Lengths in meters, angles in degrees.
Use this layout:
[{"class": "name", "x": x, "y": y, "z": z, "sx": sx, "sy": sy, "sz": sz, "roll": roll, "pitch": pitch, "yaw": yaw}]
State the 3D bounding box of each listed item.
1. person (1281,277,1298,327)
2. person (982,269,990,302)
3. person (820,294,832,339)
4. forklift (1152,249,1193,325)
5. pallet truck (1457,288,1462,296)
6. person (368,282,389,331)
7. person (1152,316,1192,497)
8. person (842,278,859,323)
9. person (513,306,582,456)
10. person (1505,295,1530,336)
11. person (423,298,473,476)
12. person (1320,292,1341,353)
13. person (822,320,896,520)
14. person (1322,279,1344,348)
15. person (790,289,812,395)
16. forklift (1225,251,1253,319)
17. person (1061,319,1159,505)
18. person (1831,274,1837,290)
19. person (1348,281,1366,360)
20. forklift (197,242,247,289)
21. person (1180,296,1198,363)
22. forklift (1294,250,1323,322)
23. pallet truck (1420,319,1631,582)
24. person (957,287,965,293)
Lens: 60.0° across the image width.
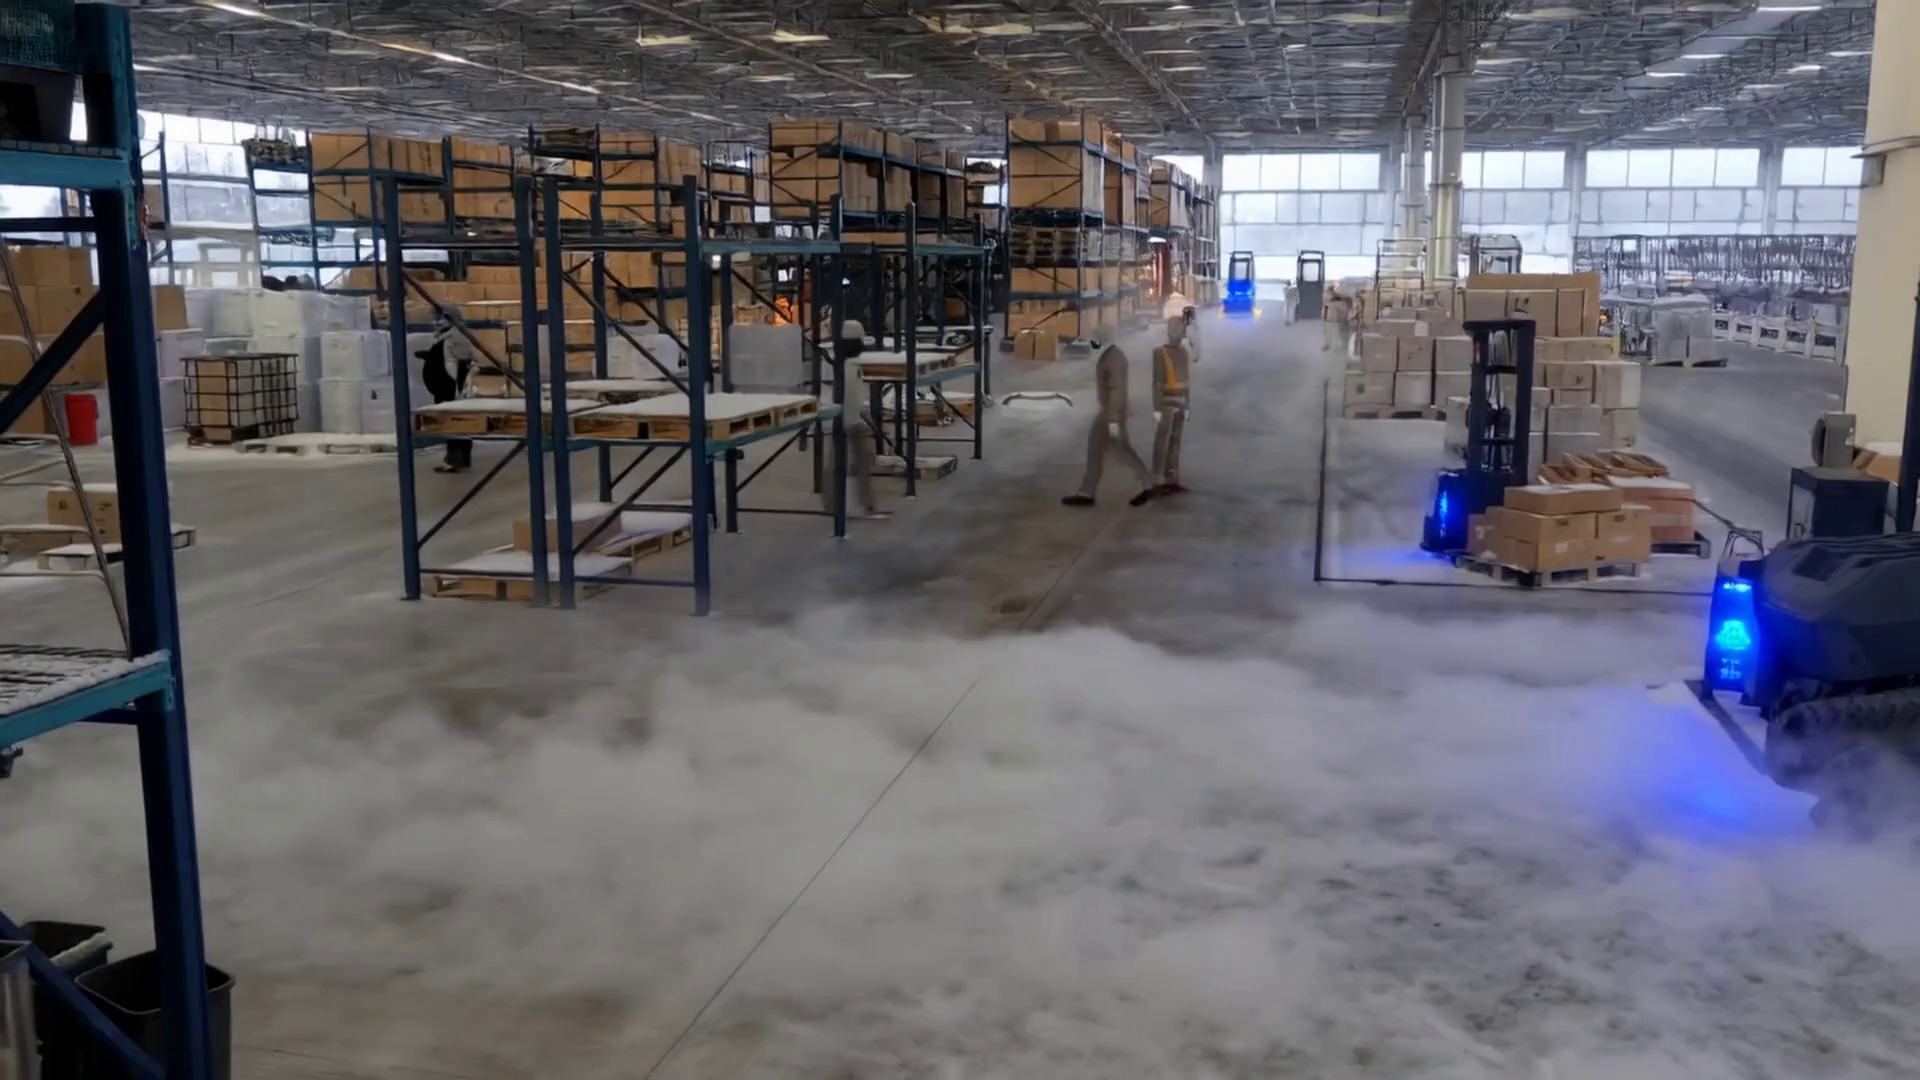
[{"class": "person", "x": 12.032, "y": -8.668, "z": 60.678, "sx": 0.626, "sy": 1.806, "sz": 0.743, "roll": 1, "pitch": 10, "yaw": 7}, {"class": "person", "x": 1.412, "y": -14.494, "z": 94.900, "sx": 0.817, "sy": 1.917, "sz": 0.545, "roll": 2, "pitch": 10, "yaw": 14}, {"class": "person", "x": -3.307, "y": -5.163, "z": 40.372, "sx": 0.480, "sy": 1.655, "sz": 0.561, "roll": -8, "pitch": 12, "yaw": -39}, {"class": "forklift", "x": 7.646, "y": -9.320, "z": 61.395, "sx": 1.873, "sy": 2.768, "sz": 1.129, "roll": 2, "pitch": 10, "yaw": 11}, {"class": "pallet truck", "x": 20.506, "y": -9.785, "z": 68.819, "sx": 0.653, "sy": 1.274, "sz": 1.630, "roll": 2, "pitch": 10, "yaw": 12}, {"class": "person", "x": -14.567, "y": -5.535, "z": 41.860, "sx": 0.588, "sy": 1.911, "sz": 0.399, "roll": -5, "pitch": 11, "yaw": -27}, {"class": "person", "x": 2.230, "y": -1.403, "z": 17.458, "sx": 0.577, "sy": 1.882, "sz": 0.349, "roll": -9, "pitch": 13, "yaw": -44}, {"class": "person", "x": -2.824, "y": -5.531, "z": 41.575, "sx": 0.609, "sy": 1.996, "sz": 0.379, "roll": -3, "pitch": 10, "yaw": -15}, {"class": "person", "x": -5.241, "y": -1.984, "z": 20.894, "sx": 0.653, "sy": 1.903, "sz": 0.876, "roll": 6, "pitch": 11, "yaw": 31}, {"class": "person", "x": 10.296, "y": -3.561, "z": 30.436, "sx": 0.962, "sy": 1.822, "sz": 0.541, "roll": -4, "pitch": 10, "yaw": -20}, {"class": "person", "x": -5.885, "y": -1.761, "z": 19.118, "sx": 0.538, "sy": 2.000, "sz": 0.684, "roll": -7, "pitch": 12, "yaw": -35}, {"class": "person", "x": 9.866, "y": -5.784, "z": 44.245, "sx": 0.520, "sy": 1.605, "sz": 0.764, "roll": -1, "pitch": 10, "yaw": -6}, {"class": "person", "x": -0.966, "y": -1.114, "z": 15.691, "sx": 0.828, "sy": 1.893, "sz": 0.622, "roll": 3, "pitch": 10, "yaw": 19}, {"class": "person", "x": 10.388, "y": -6.286, "z": 46.291, "sx": 0.566, "sy": 1.905, "sz": 0.646, "roll": 0, "pitch": 10, "yaw": -1}, {"class": "person", "x": -2.804, "y": -3.622, "z": 30.437, "sx": 0.632, "sy": 1.940, "sz": 0.372, "roll": 5, "pitch": 11, "yaw": 29}, {"class": "forklift", "x": 11.603, "y": -10.593, "z": 68.932, "sx": 1.129, "sy": 2.768, "sz": 1.873, "roll": 2, "pitch": 10, "yaw": 12}, {"class": "person", "x": 1.539, "y": -1.268, "z": 16.669, "sx": 0.973, "sy": 1.894, "sz": 0.638, "roll": 1, "pitch": 10, "yaw": 8}, {"class": "person", "x": 42.187, "y": -11.938, "z": 80.112, "sx": 0.718, "sy": 1.798, "sz": 0.610, "roll": -5, "pitch": 11, "yaw": -26}, {"class": "person", "x": 9.742, "y": -5.380, "z": 40.852, "sx": 0.379, "sy": 1.938, "sz": 0.547, "roll": 3, "pitch": 10, "yaw": 15}, {"class": "forklift", "x": -15.682, "y": -4.955, "z": 35.548, "sx": 1.129, "sy": 2.768, "sz": 1.873, "roll": -2, "pitch": 10, "yaw": -11}, {"class": "person", "x": 5.488, "y": -5.034, "z": 39.792, "sx": 0.526, "sy": 1.603, "sz": 0.837, "roll": -6, "pitch": 11, "yaw": -33}, {"class": "forklift", "x": 13.778, "y": -10.002, "z": 65.433, "sx": 1.129, "sy": 2.768, "sz": 1.873, "roll": 2, "pitch": 10, "yaw": 12}, {"class": "pallet truck", "x": 4.543, "y": -0.757, "z": 13.299, "sx": 0.823, "sy": 1.965, "sz": 1.885, "roll": -4, "pitch": 10, "yaw": -22}, {"class": "person", "x": -0.018, "y": -8.719, "z": 60.910, "sx": 0.626, "sy": 1.844, "sz": 0.429, "roll": 4, "pitch": 11, "yaw": 24}]
